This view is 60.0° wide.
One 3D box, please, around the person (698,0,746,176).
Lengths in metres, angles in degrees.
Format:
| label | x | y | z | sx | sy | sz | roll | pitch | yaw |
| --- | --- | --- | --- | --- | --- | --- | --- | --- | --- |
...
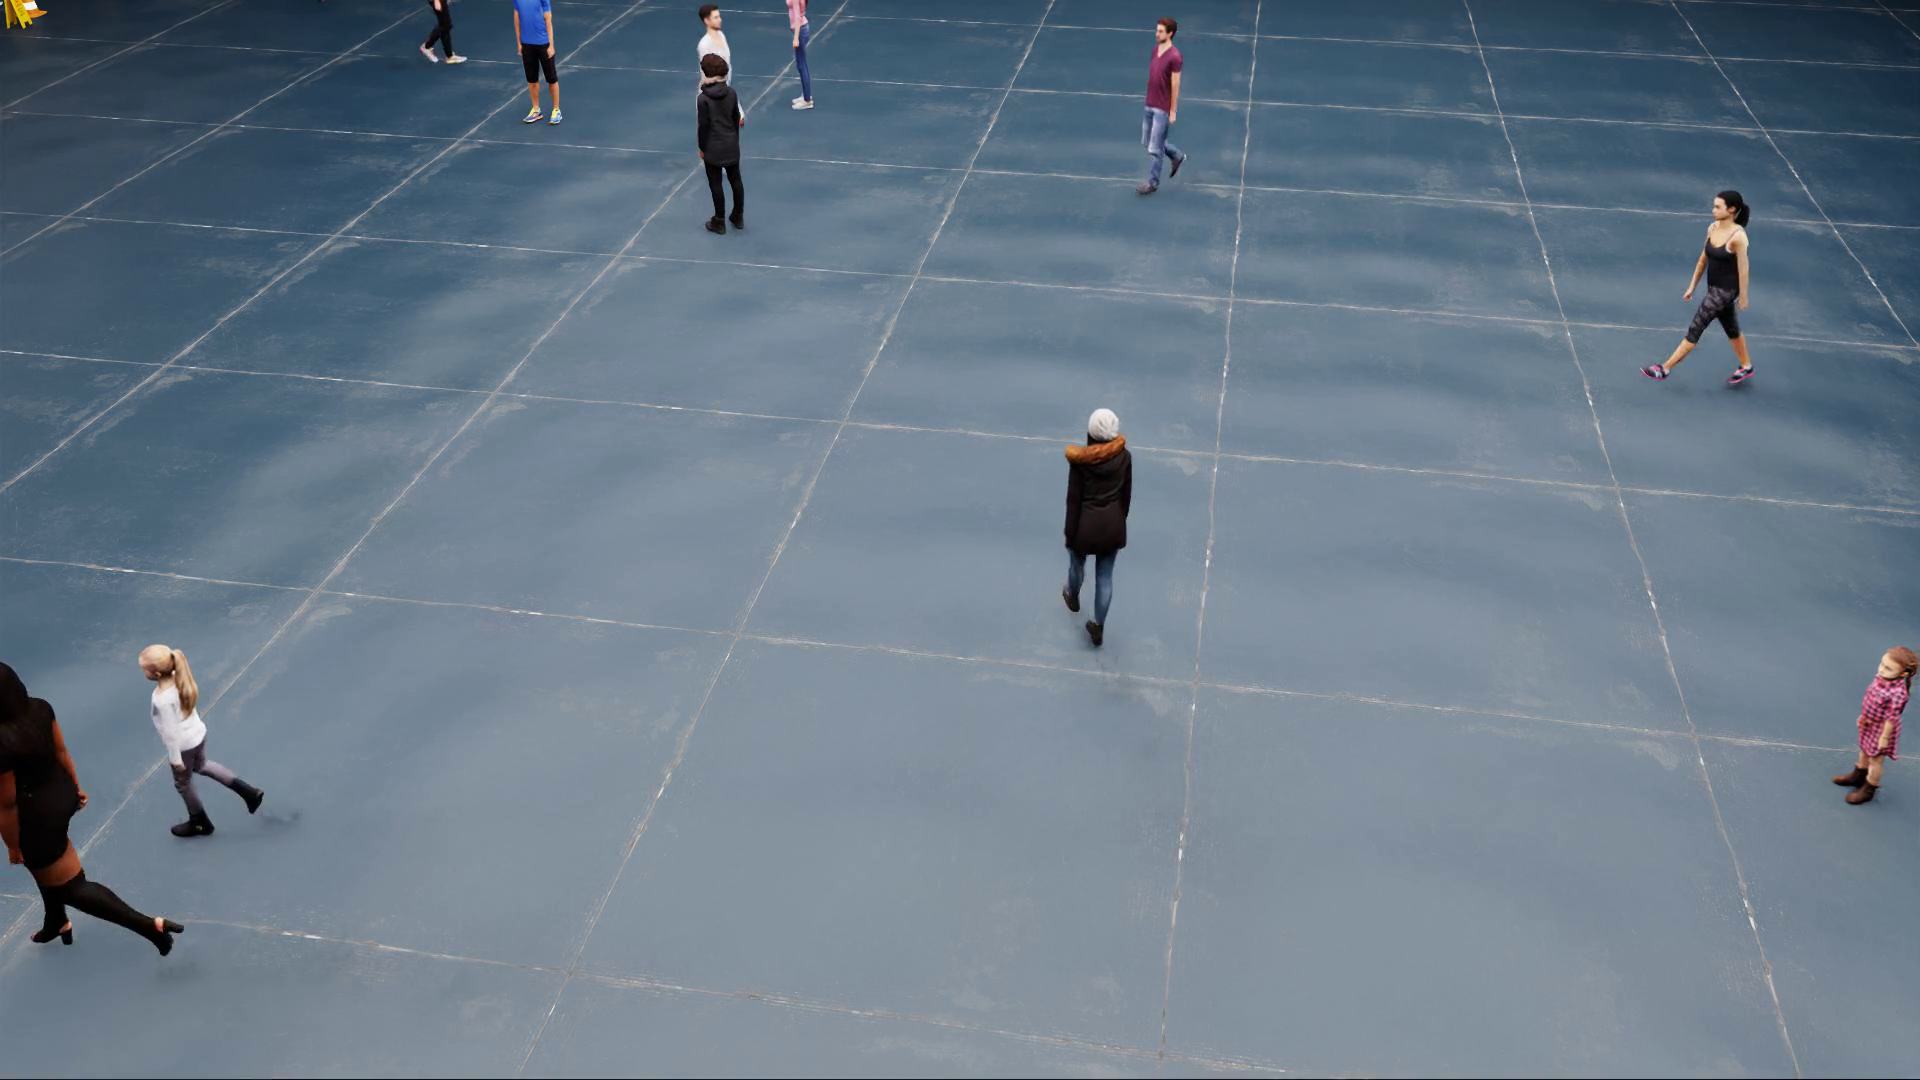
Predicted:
| label | x | y | z | sx | sy | sz | roll | pitch | yaw |
| --- | --- | --- | --- | --- | --- | --- | --- | --- | --- |
| person | -2.689 | -4.829 | 17.868 | 0.682 | 1.843 | 0.748 | 10 | 34 | 16 |

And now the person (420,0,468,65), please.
| label | x | y | z | sx | sy | sz | roll | pitch | yaw |
| --- | --- | --- | --- | --- | --- | --- | --- | --- | --- |
| person | -6.787 | -6.974 | 21.352 | 0.881 | 1.754 | 0.783 | -3 | 32 | -5 |

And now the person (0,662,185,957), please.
| label | x | y | z | sx | sy | sz | roll | pitch | yaw |
| --- | --- | --- | --- | --- | --- | --- | --- | --- | --- |
| person | -4.355 | 1.372 | 8.058 | 1.161 | 1.822 | 0.709 | 2 | 32 | 4 |

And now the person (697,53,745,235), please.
| label | x | y | z | sx | sy | sz | roll | pitch | yaw |
| --- | --- | --- | --- | --- | --- | --- | --- | --- | --- |
| person | -2.374 | -3.926 | 16.498 | 0.722 | 1.778 | 0.776 | -22 | 38 | -31 |

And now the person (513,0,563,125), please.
| label | x | y | z | sx | sy | sz | roll | pitch | yaw |
| --- | --- | --- | --- | --- | --- | --- | --- | --- | --- |
| person | -4.934 | -5.820 | 19.416 | 0.516 | 1.868 | 0.674 | 7 | 33 | 11 |

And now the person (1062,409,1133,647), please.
| label | x | y | z | sx | sy | sz | roll | pitch | yaw |
| --- | --- | --- | --- | --- | --- | --- | --- | --- | --- |
| person | 0.884 | -0.048 | 10.509 | 0.913 | 1.609 | 0.881 | -6 | 33 | -10 |

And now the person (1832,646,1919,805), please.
| label | x | y | z | sx | sy | sz | roll | pitch | yaw |
| --- | --- | --- | --- | --- | --- | --- | --- | --- | --- |
| person | 5.181 | 1.026 | 9.357 | 0.475 | 1.020 | 0.453 | 1 | 32 | 1 |

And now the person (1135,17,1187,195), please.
| label | x | y | z | sx | sy | sz | roll | pitch | yaw |
| --- | --- | --- | --- | --- | --- | --- | --- | --- | --- |
| person | 2.169 | -4.554 | 17.438 | 1.065 | 1.837 | 0.968 | -16 | 36 | -23 |

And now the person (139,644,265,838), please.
| label | x | y | z | sx | sy | sz | roll | pitch | yaw |
| --- | --- | --- | --- | --- | --- | --- | --- | --- | --- |
| person | -4.145 | 1.084 | 9.036 | 0.776 | 1.266 | 0.574 | -1 | 32 | -1 |

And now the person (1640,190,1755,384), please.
| label | x | y | z | sx | sy | sz | roll | pitch | yaw |
| --- | --- | --- | --- | --- | --- | --- | --- | --- | --- |
| person | 6.305 | -1.995 | 13.553 | 1.262 | 1.653 | 0.824 | -6 | 33 | -9 |

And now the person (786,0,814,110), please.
| label | x | y | z | sx | sy | sz | roll | pitch | yaw |
| --- | --- | --- | --- | --- | --- | --- | --- | --- | --- |
| person | -1.923 | -6.062 | 19.917 | 0.548 | 1.742 | 0.614 | 0 | 32 | 0 |
